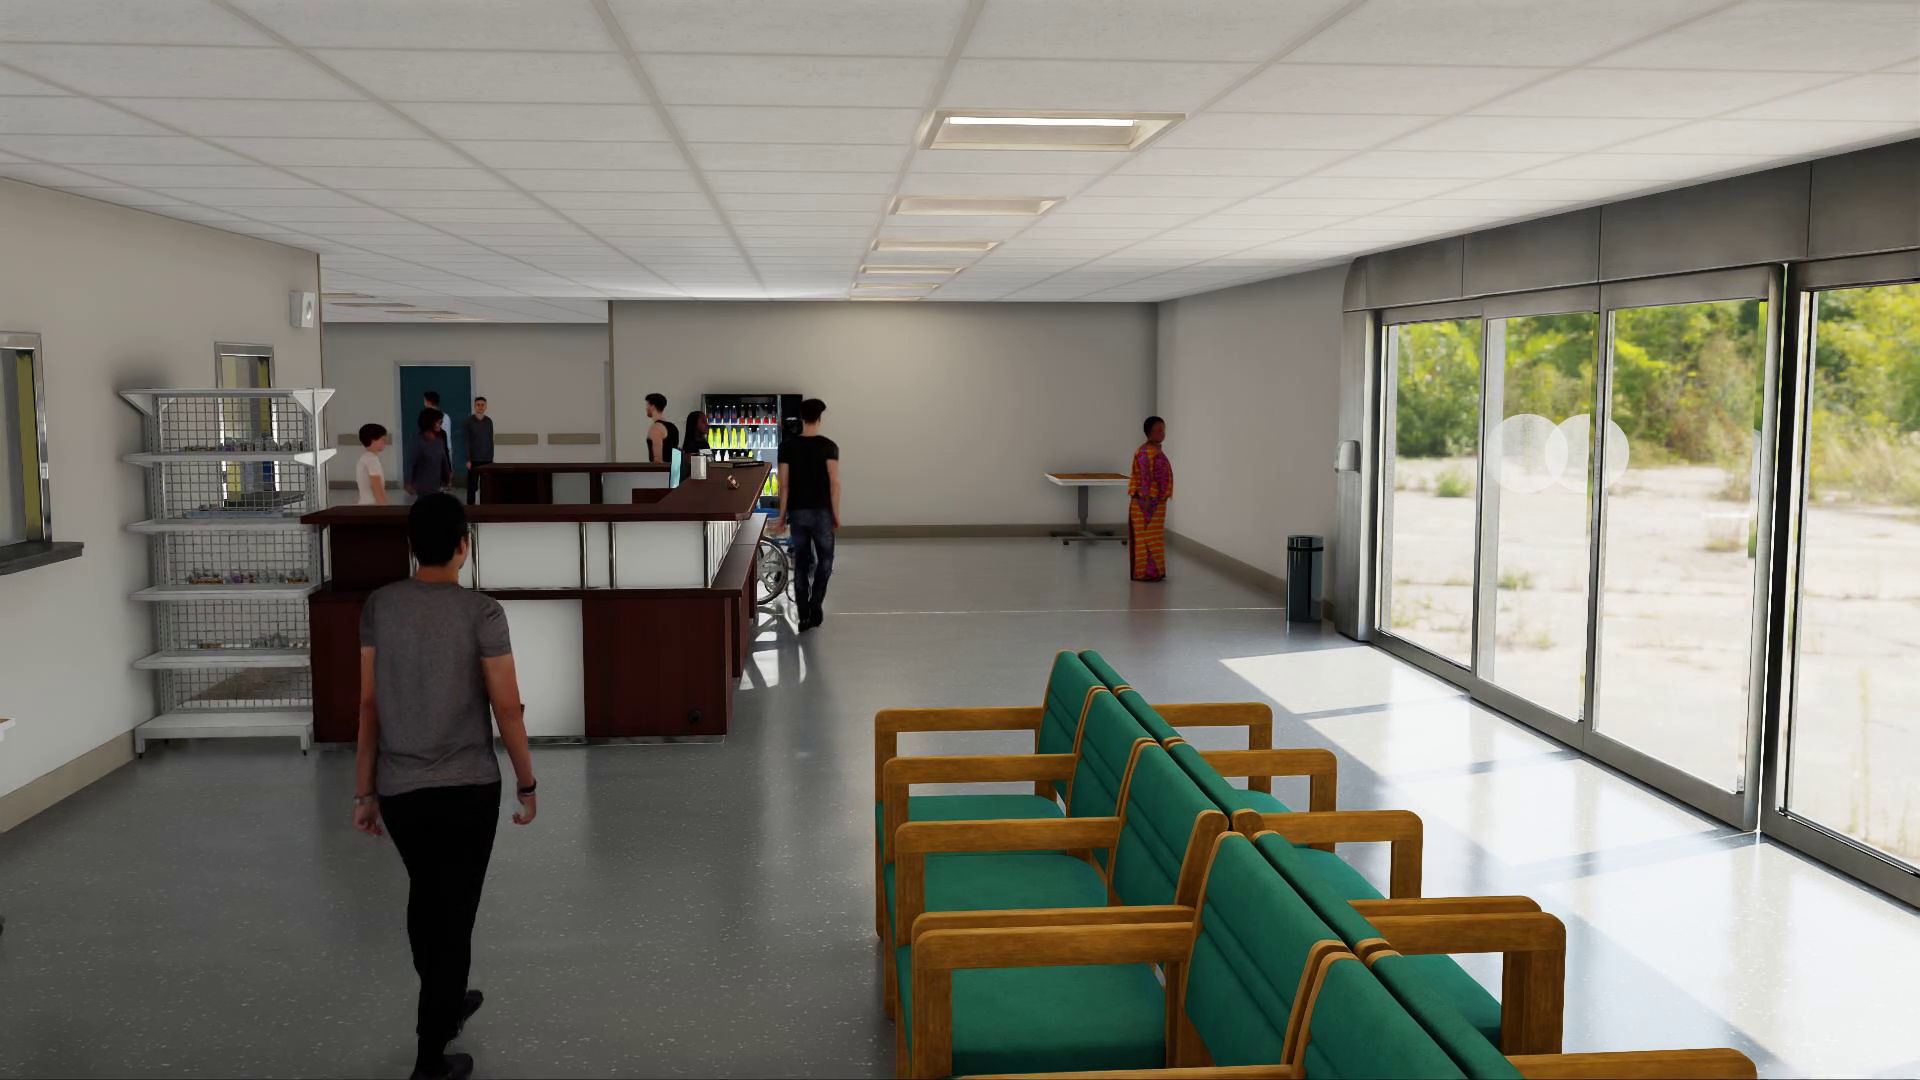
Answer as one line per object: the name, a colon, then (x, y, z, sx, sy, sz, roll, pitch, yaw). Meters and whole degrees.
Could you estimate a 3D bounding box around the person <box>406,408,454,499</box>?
person: (-5.989, -0.600, 18.501, 1.131, 1.674, 1.006, 4, 7, 35)

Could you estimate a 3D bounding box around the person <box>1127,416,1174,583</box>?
person: (1.944, -0.435, 16.808, 0.777, 1.684, 0.745, 2, 6, 17)

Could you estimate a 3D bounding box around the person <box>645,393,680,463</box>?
person: (-3.078, -0.618, 17.779, 1.011, 1.853, 0.894, 2, 6, 17)

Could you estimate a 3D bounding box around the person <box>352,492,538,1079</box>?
person: (-1.546, 0.749, 4.801, 0.926, 1.731, 0.852, 1, 6, 11)

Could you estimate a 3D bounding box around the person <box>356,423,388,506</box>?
person: (-5.266, -0.187, 14.660, 1.184, 1.620, 0.792, -2, 6, -21)

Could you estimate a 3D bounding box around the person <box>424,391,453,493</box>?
person: (-7.064, -1.082, 22.497, 1.083, 1.831, 0.971, 3, 7, 31)

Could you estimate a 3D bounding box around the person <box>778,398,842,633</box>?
person: (-1.217, -0.190, 13.373, 0.839, 1.884, 0.856, 1, 6, 7)

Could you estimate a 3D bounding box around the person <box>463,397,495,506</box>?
person: (-6.758, -1.136, 23.389, 0.684, 1.761, 0.763, -6, 8, -44)

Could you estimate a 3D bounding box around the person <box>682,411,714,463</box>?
person: (-2.559, -0.397, 16.210, 0.690, 1.729, 0.678, 1, 6, 13)
